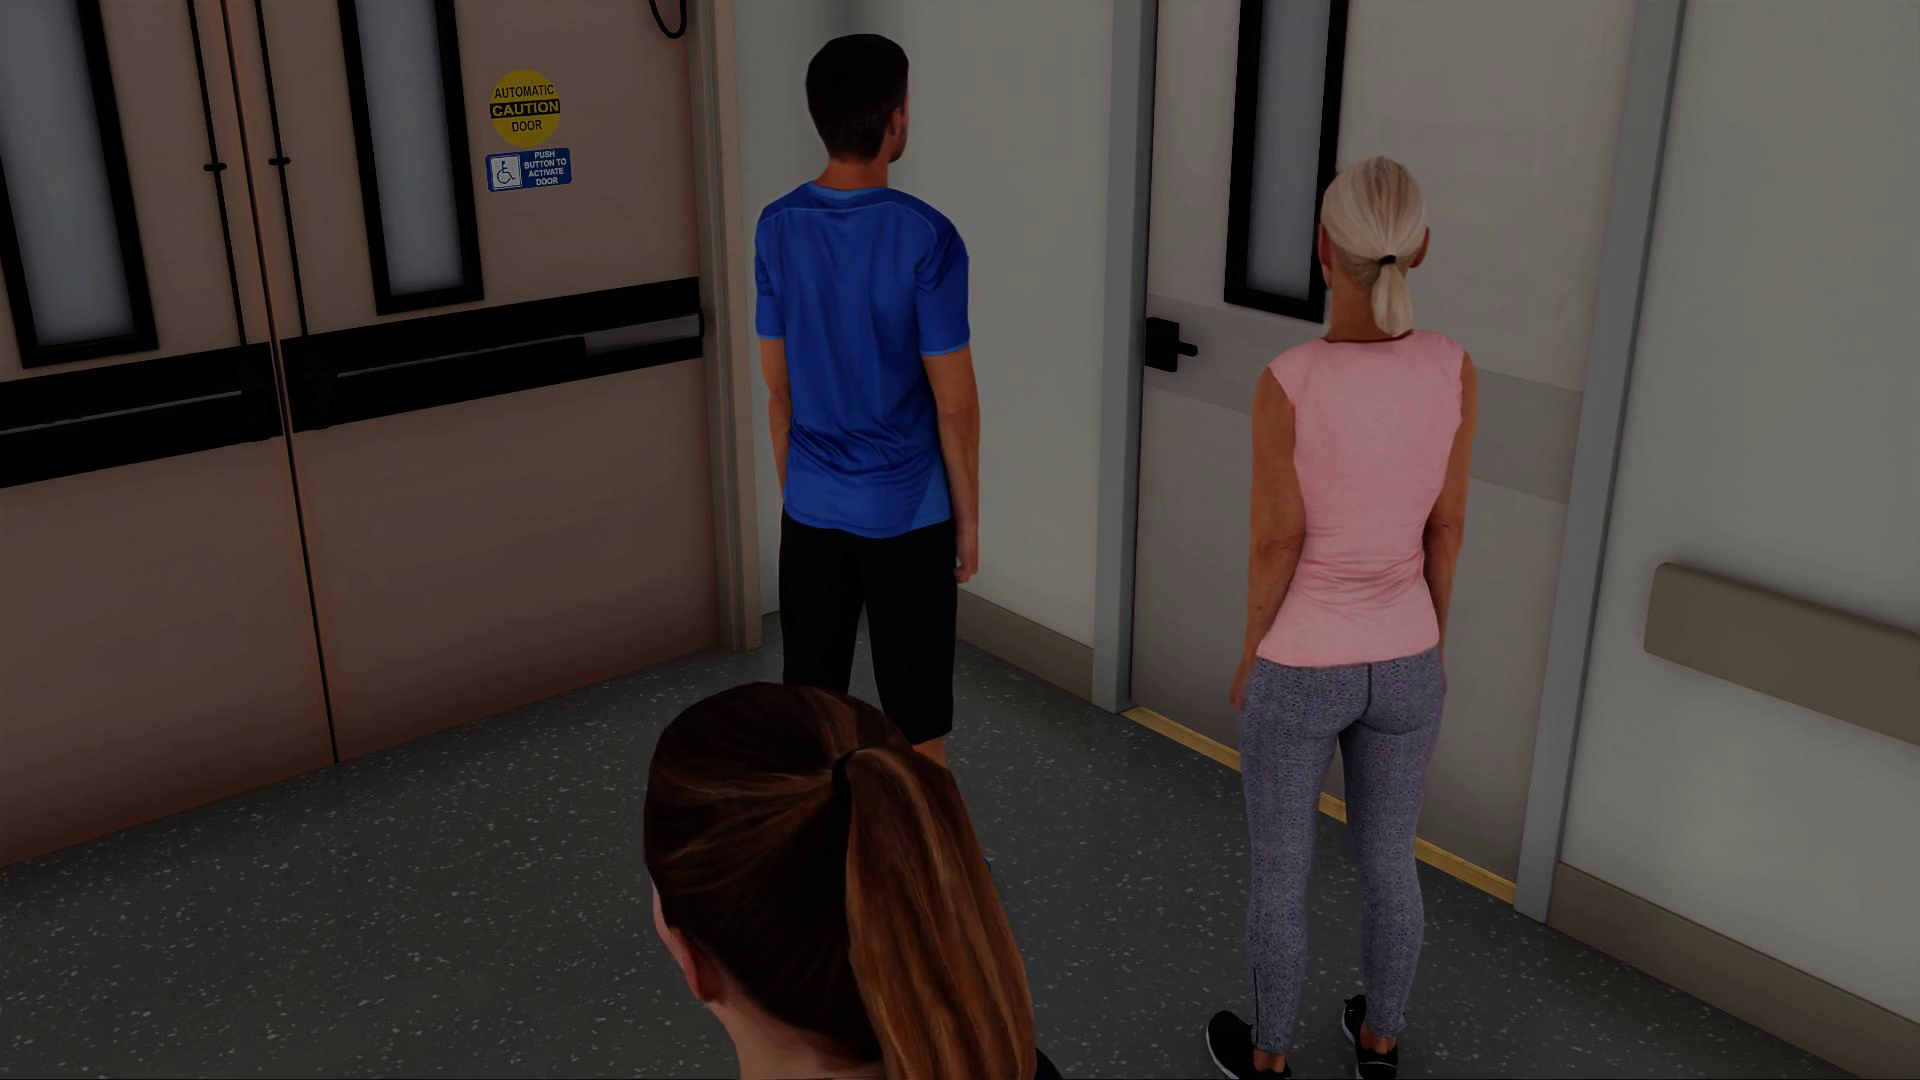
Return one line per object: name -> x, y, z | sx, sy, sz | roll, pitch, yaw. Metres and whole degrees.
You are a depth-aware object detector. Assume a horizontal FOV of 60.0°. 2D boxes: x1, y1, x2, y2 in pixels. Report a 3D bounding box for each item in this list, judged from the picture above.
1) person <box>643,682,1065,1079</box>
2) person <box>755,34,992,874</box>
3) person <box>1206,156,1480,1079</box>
person -> -0.064, 0.868, 1.200 | 0.644, 1.685, 0.683 | 14, 25, 33
person -> -0.195, -0.055, 3.377 | 0.655, 1.869, 0.760 | 8, 22, 20
person -> 0.663, 0.213, 2.870 | 0.646, 1.726, 0.670 | -3, 21, -8
